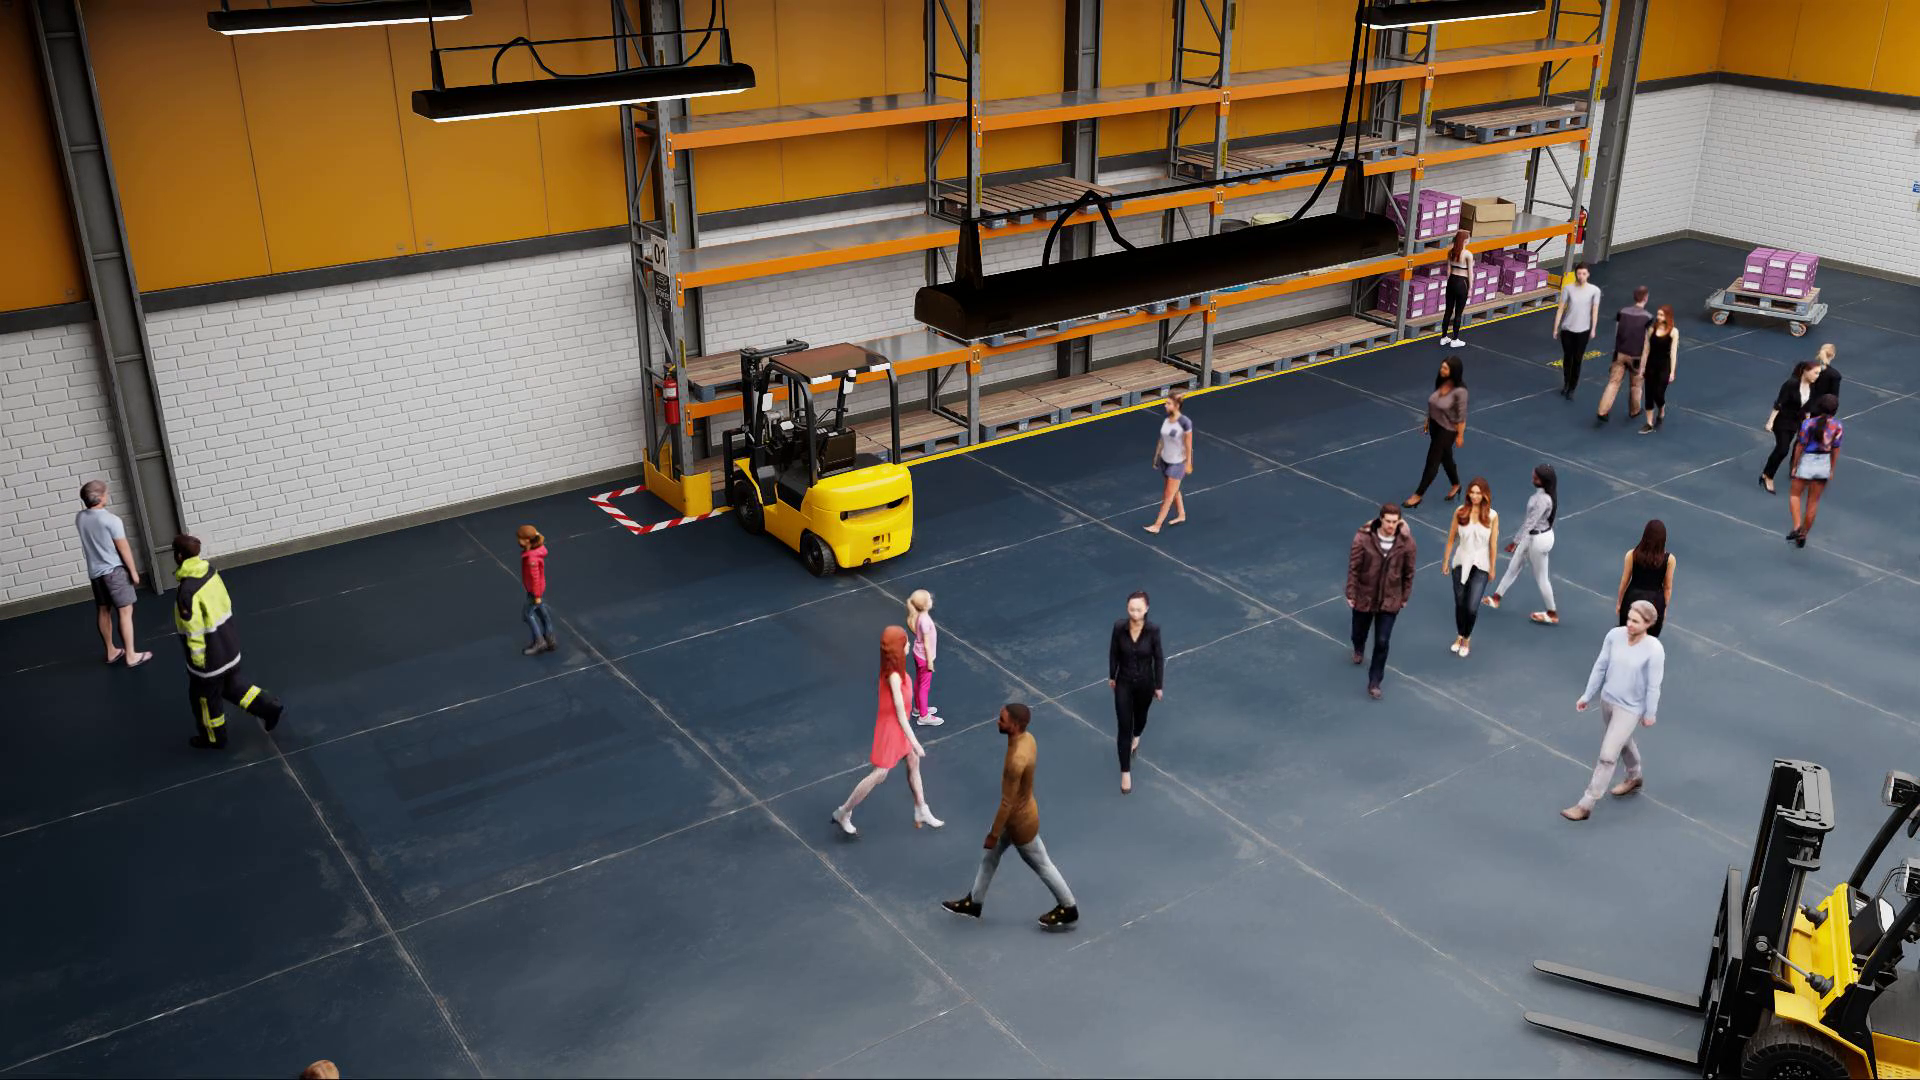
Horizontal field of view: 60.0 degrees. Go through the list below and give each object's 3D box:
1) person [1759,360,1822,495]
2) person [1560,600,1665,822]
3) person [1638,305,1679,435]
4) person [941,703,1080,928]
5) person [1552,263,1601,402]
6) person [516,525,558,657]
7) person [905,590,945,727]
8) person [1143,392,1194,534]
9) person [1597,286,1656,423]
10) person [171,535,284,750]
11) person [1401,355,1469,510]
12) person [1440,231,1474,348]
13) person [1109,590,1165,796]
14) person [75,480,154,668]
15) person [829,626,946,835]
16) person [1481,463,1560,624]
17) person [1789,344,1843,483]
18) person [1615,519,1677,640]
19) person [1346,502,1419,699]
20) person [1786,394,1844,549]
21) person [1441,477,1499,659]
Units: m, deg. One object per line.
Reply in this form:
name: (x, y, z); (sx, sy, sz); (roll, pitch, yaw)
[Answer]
person: (9.664, -1.371, 19.554); (0.674, 1.630, 0.794); (-6, 24, -14)
person: (5.292, 1.308, 13.159); (1.270, 1.843, 0.747); (-12, 26, -26)
person: (9.013, -2.196, 21.336); (0.663, 1.715, 0.615); (-18, 30, -36)
person: (0.509, 1.994, 11.688); (1.287, 1.764, 1.096); (0, 24, 0)
person: (8.426, -2.879, 22.745); (0.981, 1.838, 1.124); (11, 26, 23)
person: (-3.955, 0.468, 15.749); (0.636, 1.307, 0.607); (-6, 24, -13)
person: (-0.322, 1.008, 14.563); (0.606, 1.267, 0.560); (-6, 24, -13)
person: (2.438, -0.870, 18.459); (0.923, 1.589, 0.606); (-14, 27, -29)
person: (8.657, -2.379, 21.643); (1.227, 1.804, 0.824); (-22, 32, -40)
person: (-6.226, 0.876, 14.012); (1.201, 1.952, 1.094); (-1, 24, -1)
person: (5.600, -1.211, 18.993); (1.198, 1.787, 0.843); (-9, 25, -19)
person: (7.437, -3.765, 24.892); (0.533, 1.742, 0.601); (-19, 30, -36)
person: (1.442, 1.183, 13.658); (1.041, 1.673, 1.071); (3, 24, 7)
person: (-7.928, 0.315, 15.448); (0.739, 1.830, 0.779); (6, 24, 14)
person: (-0.615, 1.516, 12.752); (1.198, 1.788, 1.006); (-1, 24, -2)
person: (5.704, 0.073, 16.194); (1.072, 1.675, 1.073); (9, 25, 20)
person: (10.145, -1.502, 19.760); (0.550, 1.705, 0.639); (-19, 30, -37)
person: (6.135, 0.613, 14.946); (0.669, 1.686, 0.692); (10, 25, 21)
person: (3.765, 0.484, 15.064); (1.080, 1.828, 1.144); (4, 24, 9)
person: (9.211, -0.718, 17.933); (0.764, 1.731, 0.824); (8, 25, 17)
person: (4.850, 0.228, 15.717); (0.717, 1.774, 0.737); (13, 27, 28)
